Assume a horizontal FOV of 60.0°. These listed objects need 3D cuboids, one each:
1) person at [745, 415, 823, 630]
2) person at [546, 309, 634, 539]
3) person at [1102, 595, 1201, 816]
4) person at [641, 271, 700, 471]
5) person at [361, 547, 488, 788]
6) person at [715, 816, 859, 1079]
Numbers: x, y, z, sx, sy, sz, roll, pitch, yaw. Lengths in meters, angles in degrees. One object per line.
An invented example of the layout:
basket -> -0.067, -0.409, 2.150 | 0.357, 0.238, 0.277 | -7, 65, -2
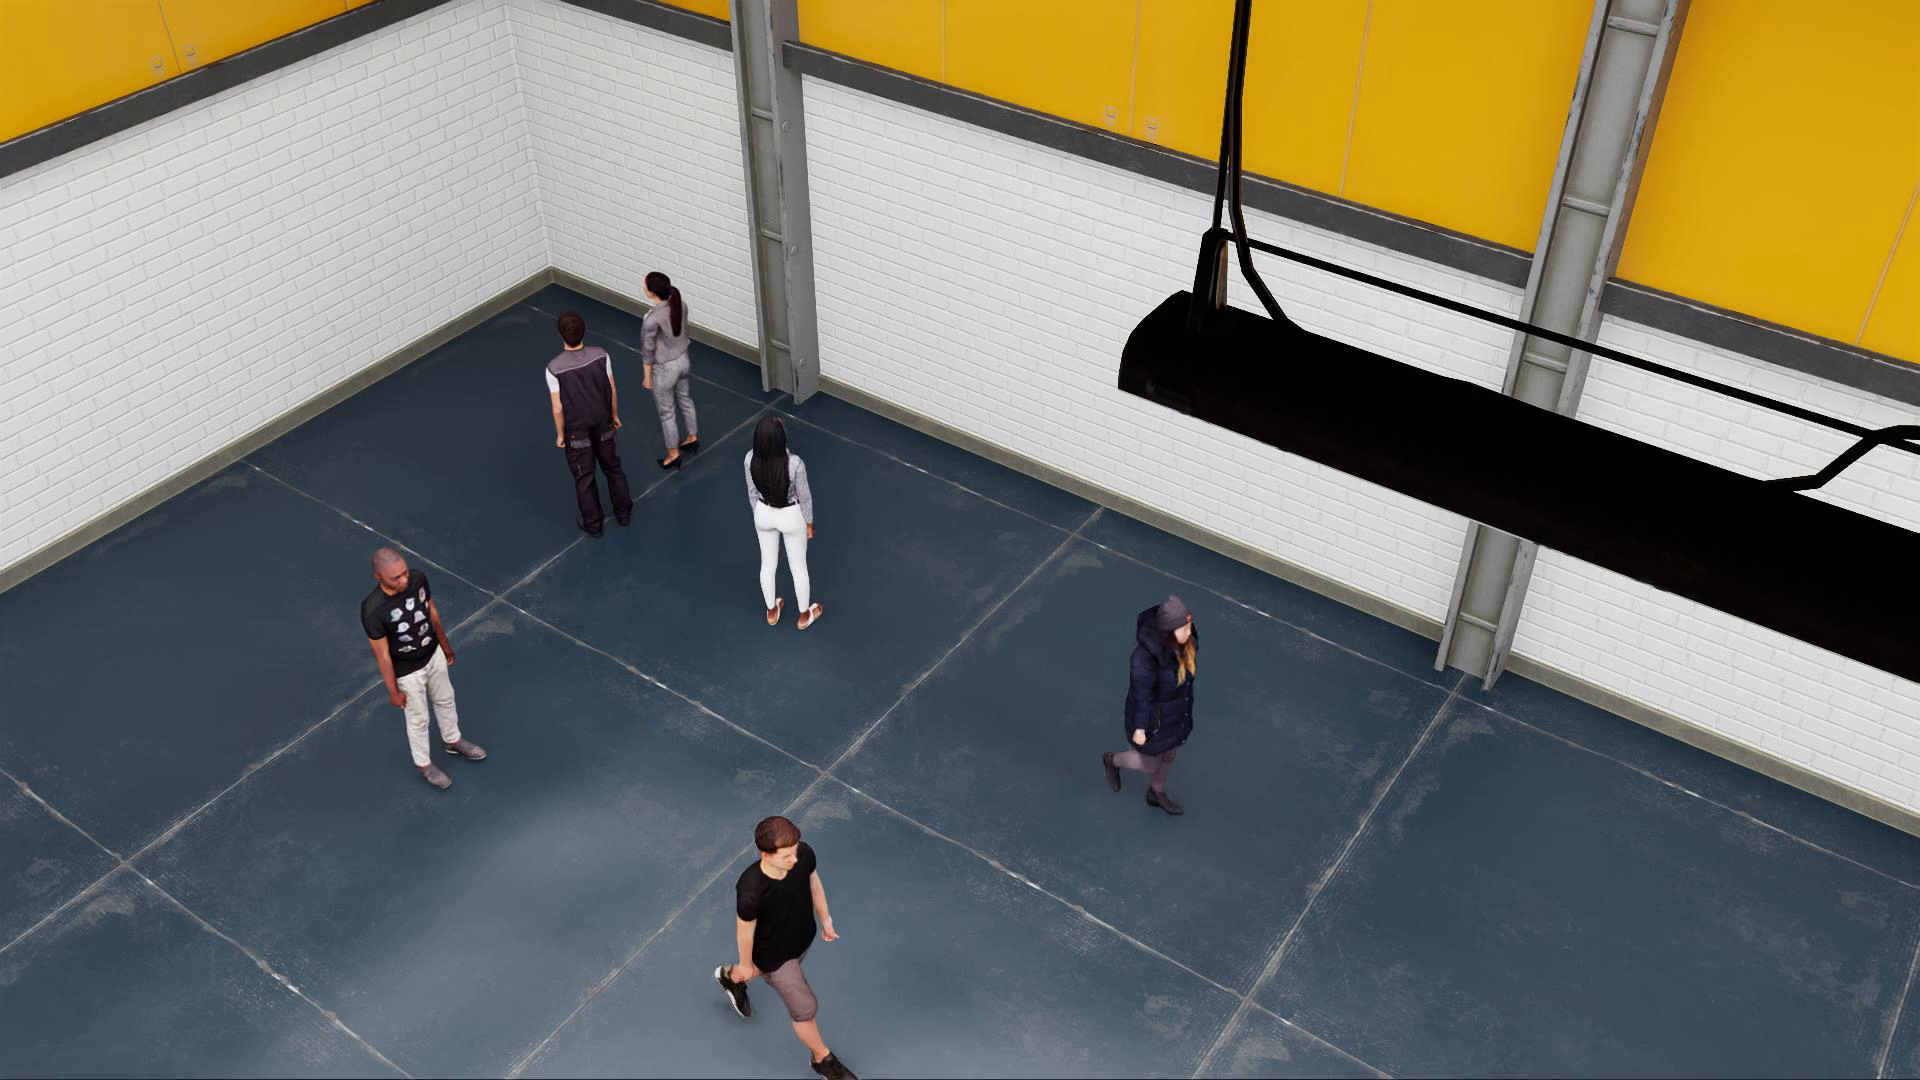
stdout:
person -> -1.213, -0.127, 11.251 | 0.577, 1.725, 0.716 | 9, 40, 12
person -> -2.692, -0.839, 12.044 | 0.723, 1.848, 0.710 | -21, 43, -24
person -> 1.123, 0.985, 9.910 | 0.827, 1.661, 0.710 | 29, 47, 31
person -> -2.217, -1.303, 12.763 | 0.591, 1.675, 0.628 | 20, 43, 24
person -> -3.324, 0.737, 10.108 | 0.643, 1.800, 0.686 | 19, 42, 22
person -> -0.980, 2.005, 8.504 | 1.223, 1.821, 0.674 | 24, 44, 27
